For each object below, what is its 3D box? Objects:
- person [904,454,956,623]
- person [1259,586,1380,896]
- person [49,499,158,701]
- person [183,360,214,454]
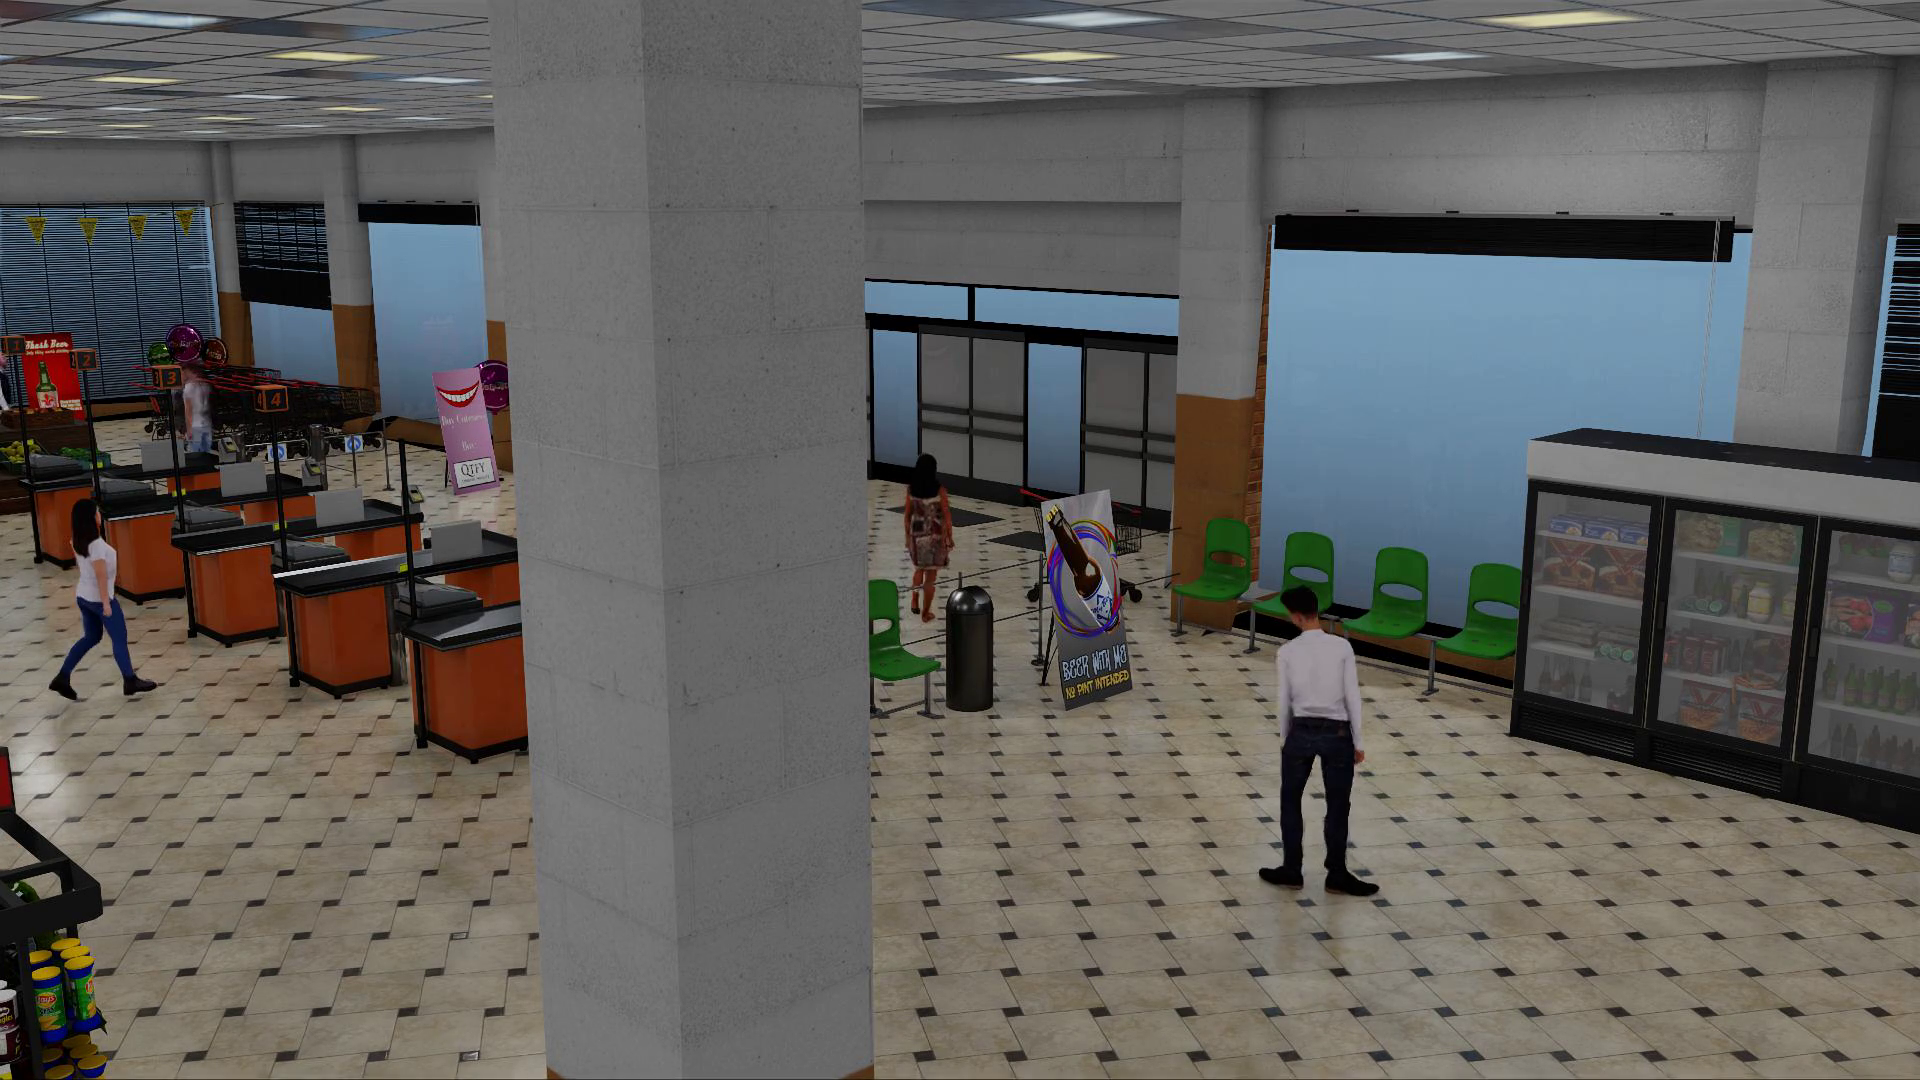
[{"bbox_3d":[-0.341,0.001,15.980,0.756,1.634,0.775,5,13,21],"label":"person"},{"bbox_3d":[2.173,1.196,9.809,0.917,1.840,0.783,8,14,32],"label":"person"},{"bbox_3d":[-7.038,0.527,13.422,0.706,1.661,1.042,9,15,36],"label":"person"},{"bbox_3d":[-10.372,-1.526,22.797,0.976,1.815,0.881,1,12,3],"label":"person"}]
